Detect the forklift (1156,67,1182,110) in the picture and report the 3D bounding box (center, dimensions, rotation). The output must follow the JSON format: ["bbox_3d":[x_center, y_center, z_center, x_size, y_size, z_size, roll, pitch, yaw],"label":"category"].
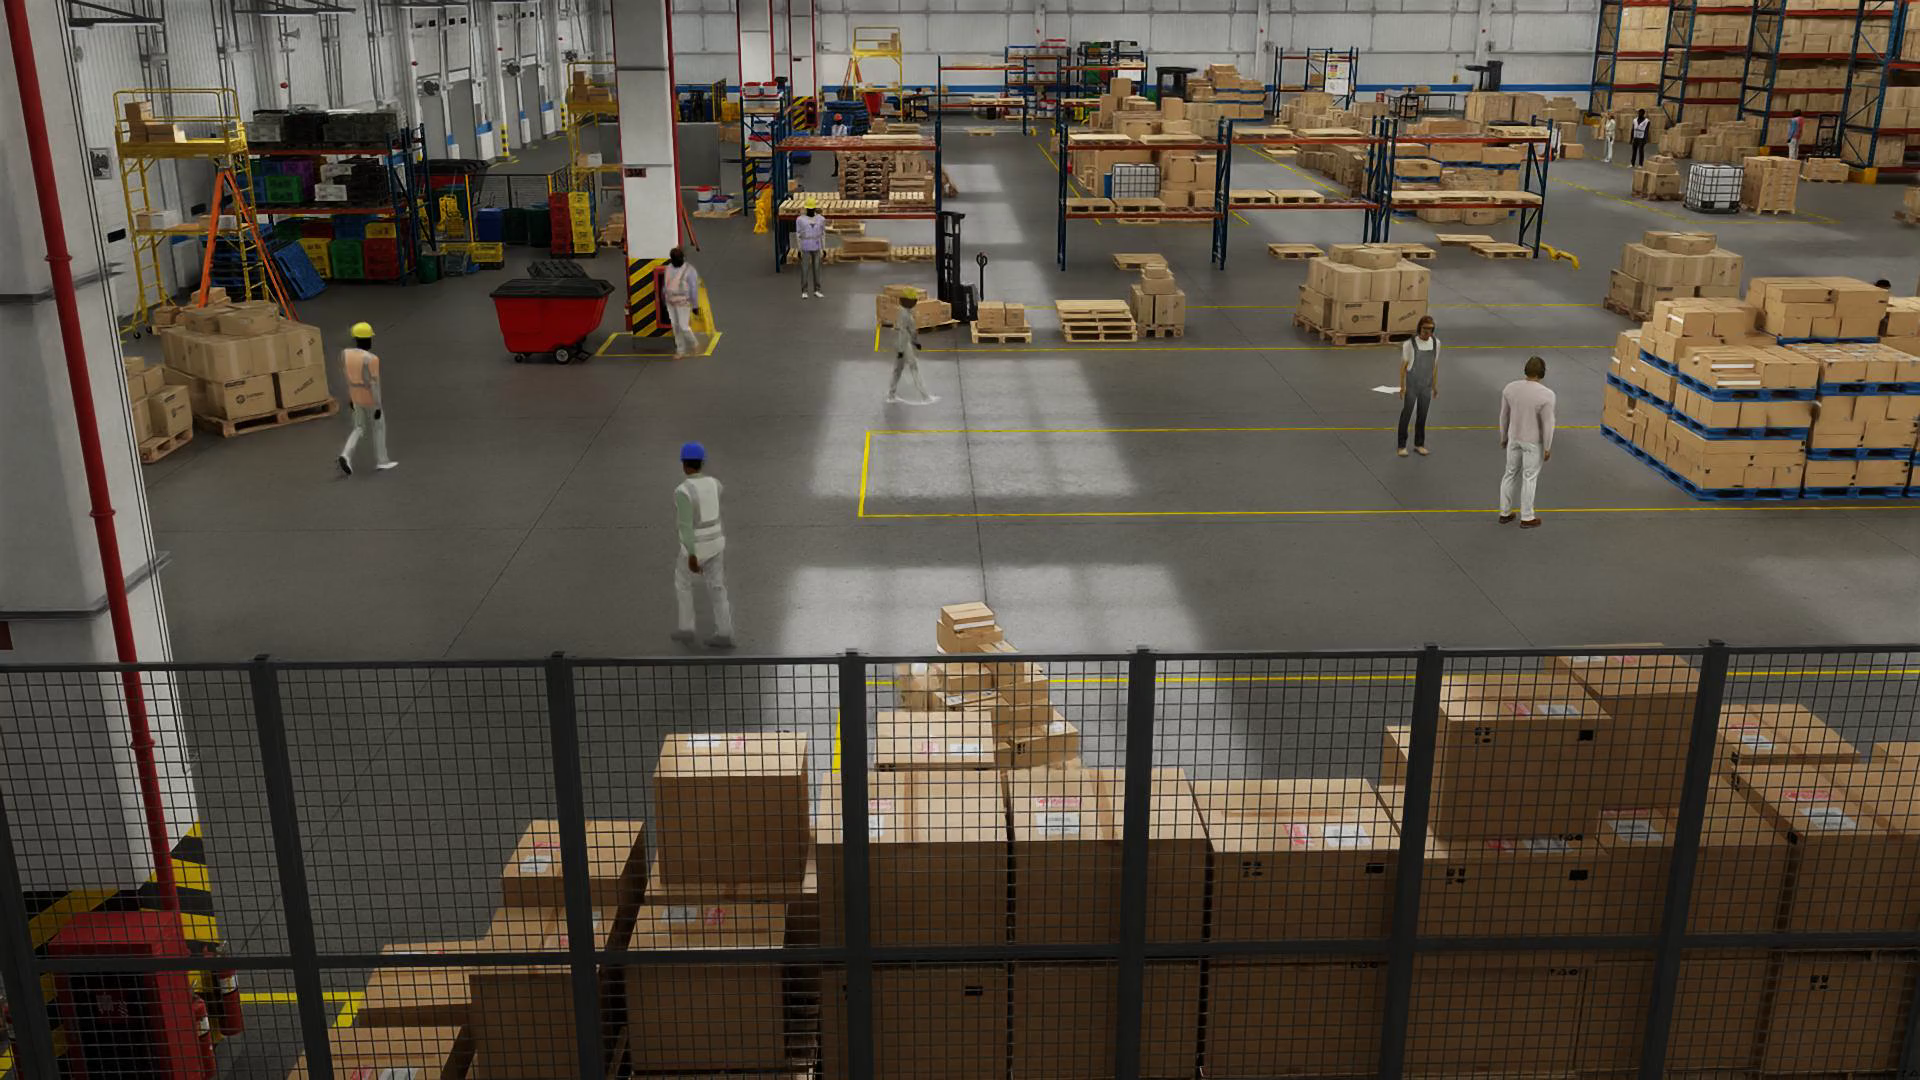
[{"bbox_3d":[7.674,-16.089,61.599,1.129,2.768,1.873,-9,21,-25],"label":"forklift"}]

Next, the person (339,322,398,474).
[{"bbox_3d":[-7.389,-1.738,20.532,0.595,1.905,0.732,8,20,22],"label":"person"}]

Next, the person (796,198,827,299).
[{"bbox_3d":[-2.855,-5.629,32.045,0.588,1.923,0.383,-7,20,-19],"label":"person"}]

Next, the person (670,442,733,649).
[{"bbox_3d":[-2.380,0.050,15.242,0.760,1.892,0.610,12,22,32],"label":"person"}]

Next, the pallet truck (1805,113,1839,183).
[{"bbox_3d":[26.403,-11.957,50.702,0.823,1.965,1.885,6,19,16],"label":"pallet truck"}]

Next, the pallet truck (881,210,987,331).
[{"bbox_3d":[-0.493,-4.759,29.349,1.885,1.965,0.823,-13,23,-34],"label":"pallet truck"}]

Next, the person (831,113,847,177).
[{"bbox_3d":[-3.777,-12.287,51.765,0.552,1.942,0.341,9,21,25],"label":"person"}]

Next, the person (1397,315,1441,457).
[{"bbox_3d":[5.888,-1.977,21.333,0.517,1.842,0.326,-4,19,-12],"label":"person"}]

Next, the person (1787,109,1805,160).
[{"bbox_3d":[27.507,-13.273,54.847,0.624,1.845,0.430,-13,23,-34],"label":"person"}]

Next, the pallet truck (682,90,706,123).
[{"bbox_3d":[-9.671,-15.907,62.421,0.823,1.965,1.885,5,19,15],"label":"pallet truck"}]

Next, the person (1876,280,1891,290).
[{"bbox_3d":[12.847,-2.703,23.423,0.604,1.888,0.890,6,19,16],"label":"person"}]

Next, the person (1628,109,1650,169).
[{"bbox_3d":[22.102,-13.051,54.092,0.386,1.909,0.589,-13,23,-34],"label":"person"}]

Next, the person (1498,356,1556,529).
[{"bbox_3d":[6.317,-1.092,18.562,0.355,1.936,0.636,-15,24,-38],"label":"person"}]

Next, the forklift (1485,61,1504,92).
[{"bbox_3d":[21.140,-17.589,66.049,1.873,2.768,1.129,-1,19,-2],"label":"forklift"}]

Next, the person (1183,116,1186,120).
[{"bbox_3d":[7.289,-13.107,54.666,0.523,1.638,0.310,1,19,4],"label":"person"}]

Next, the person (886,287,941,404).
[{"bbox_3d":[-0.685,-2.794,23.977,0.871,1.704,0.508,0,19,1],"label":"person"}]

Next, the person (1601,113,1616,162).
[{"bbox_3d":[21.871,-13.557,56.018,0.315,1.629,0.509,-2,19,-6],"label":"person"}]

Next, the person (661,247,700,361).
[{"bbox_3d":[-4.519,-3.793,26.745,0.629,1.828,0.438,12,22,31],"label":"person"}]

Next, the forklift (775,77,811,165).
[{"bbox_3d":[-5.920,-13.893,55.085,1.873,2.768,1.129,-1,19,-1],"label":"forklift"}]
